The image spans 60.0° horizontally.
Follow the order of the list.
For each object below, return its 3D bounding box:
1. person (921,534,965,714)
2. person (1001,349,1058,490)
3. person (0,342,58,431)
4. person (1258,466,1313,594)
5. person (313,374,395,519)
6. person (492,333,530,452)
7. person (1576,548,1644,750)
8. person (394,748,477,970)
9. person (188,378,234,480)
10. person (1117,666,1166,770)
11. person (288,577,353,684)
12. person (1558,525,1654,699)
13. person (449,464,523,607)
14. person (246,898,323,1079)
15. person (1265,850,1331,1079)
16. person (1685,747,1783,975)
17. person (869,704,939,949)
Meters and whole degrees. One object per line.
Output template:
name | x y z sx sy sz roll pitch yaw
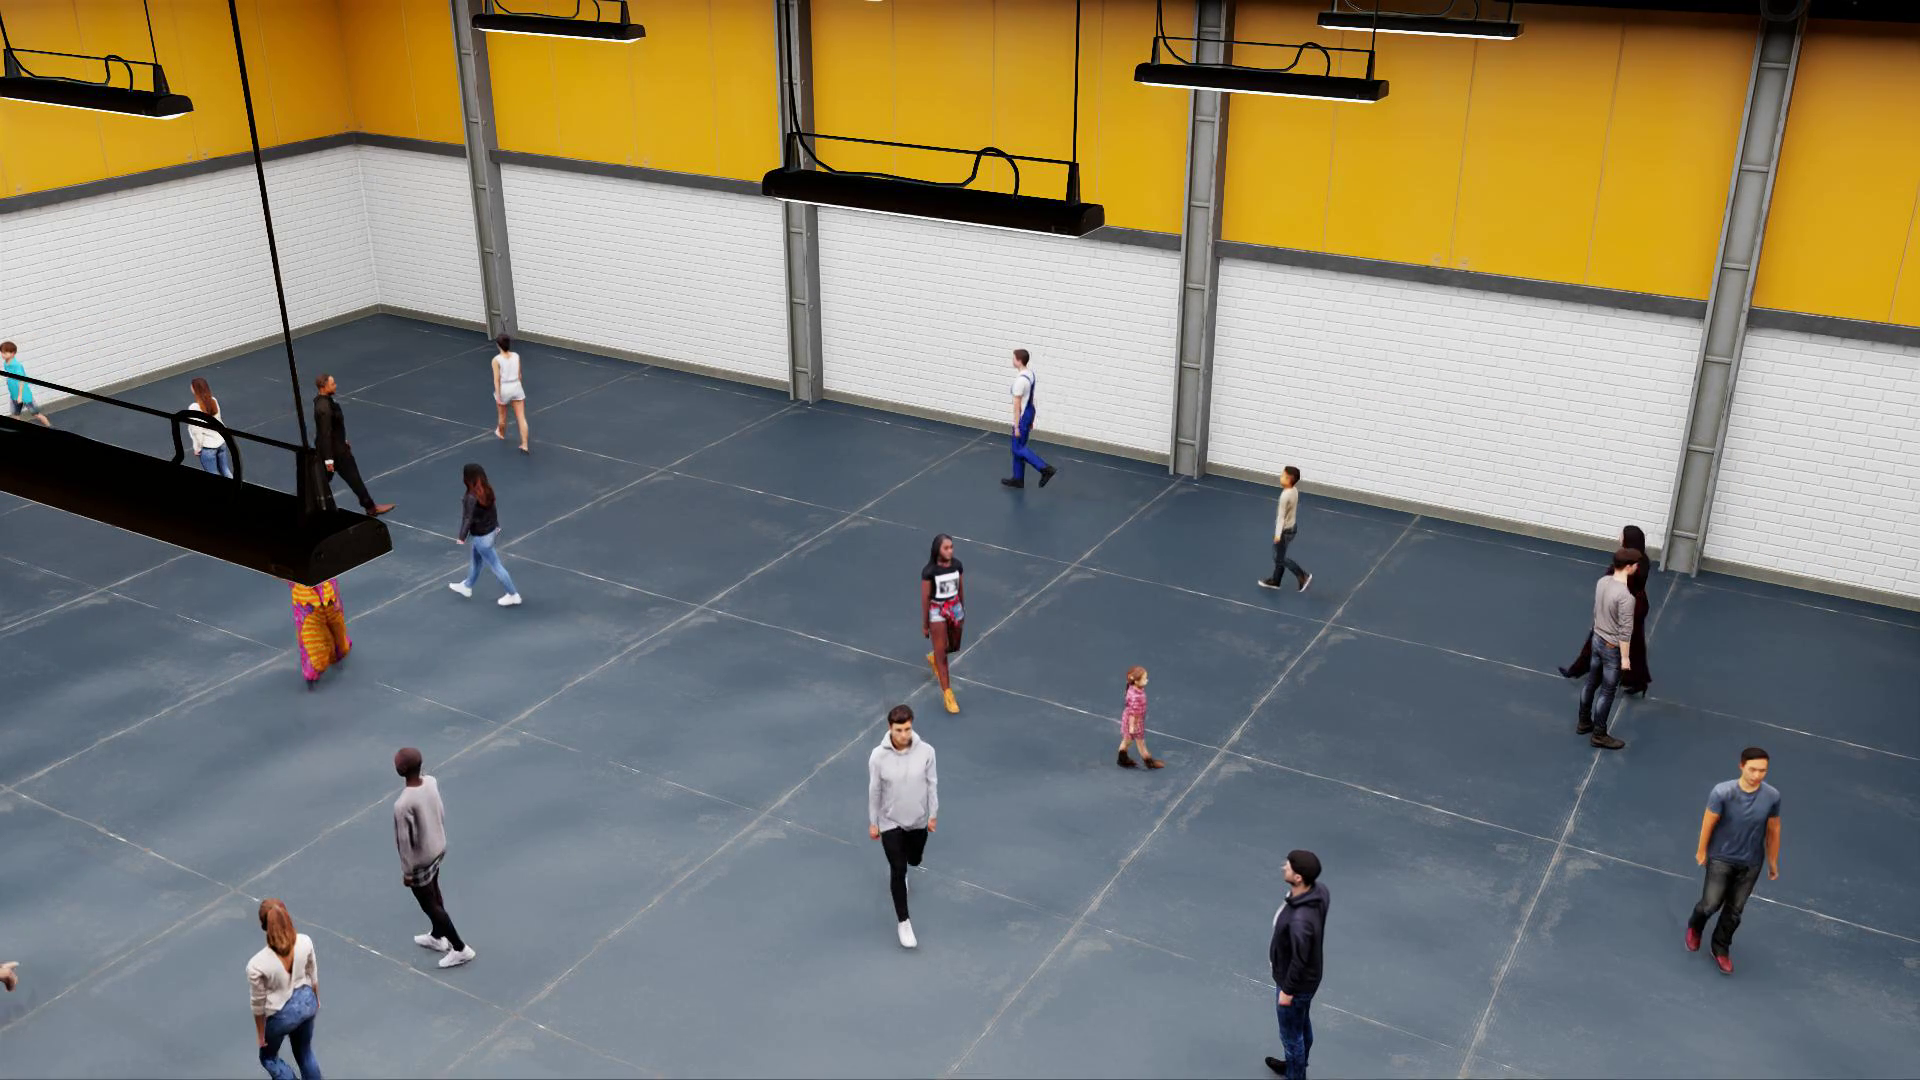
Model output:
person | -0.186 0.727 15.802 0.910 1.705 1.131 -14 27 -30
person | 0.869 -1.471 20.673 1.004 1.831 0.634 12 26 25
person | -12.543 -1.970 22.330 0.933 1.417 0.679 9 25 20
person | 3.576 -0.091 17.988 0.844 1.453 0.615 10 26 22
person | -7.499 -1.022 19.614 1.211 1.856 1.314 -12 26 -26
person | -5.930 -1.921 22.036 0.867 1.563 1.143 -17 29 -33
person | 5.869 0.956 15.032 0.806 1.903 0.770 -4 24 -8
person | -3.859 2.300 12.108 0.894 1.782 0.753 5 24 11
person | -9.058 -1.150 20.111 0.590 1.691 0.652 9 25 20
person | 1.498 1.567 14.747 0.703 1.010 0.556 4 24 8
person | -6.308 0.572 16.195 1.174 1.674 1.109 -1 24 -2
person | 6.411 0.726 15.792 1.151 1.714 0.825 20 30 38
person | -4.983 -0.021 17.652 1.175 1.594 0.900 4 24 8
person | -4.191 3.043 10.499 0.697 1.709 0.670 18 29 35
person | 2.197 2.819 10.778 0.599 1.895 0.691 10 25 21
person | 5.641 2.271 12.148 0.791 1.802 0.873 2 24 4
person | -0.451 2.049 12.532 1.165 1.901 1.238 -7 24 -15
